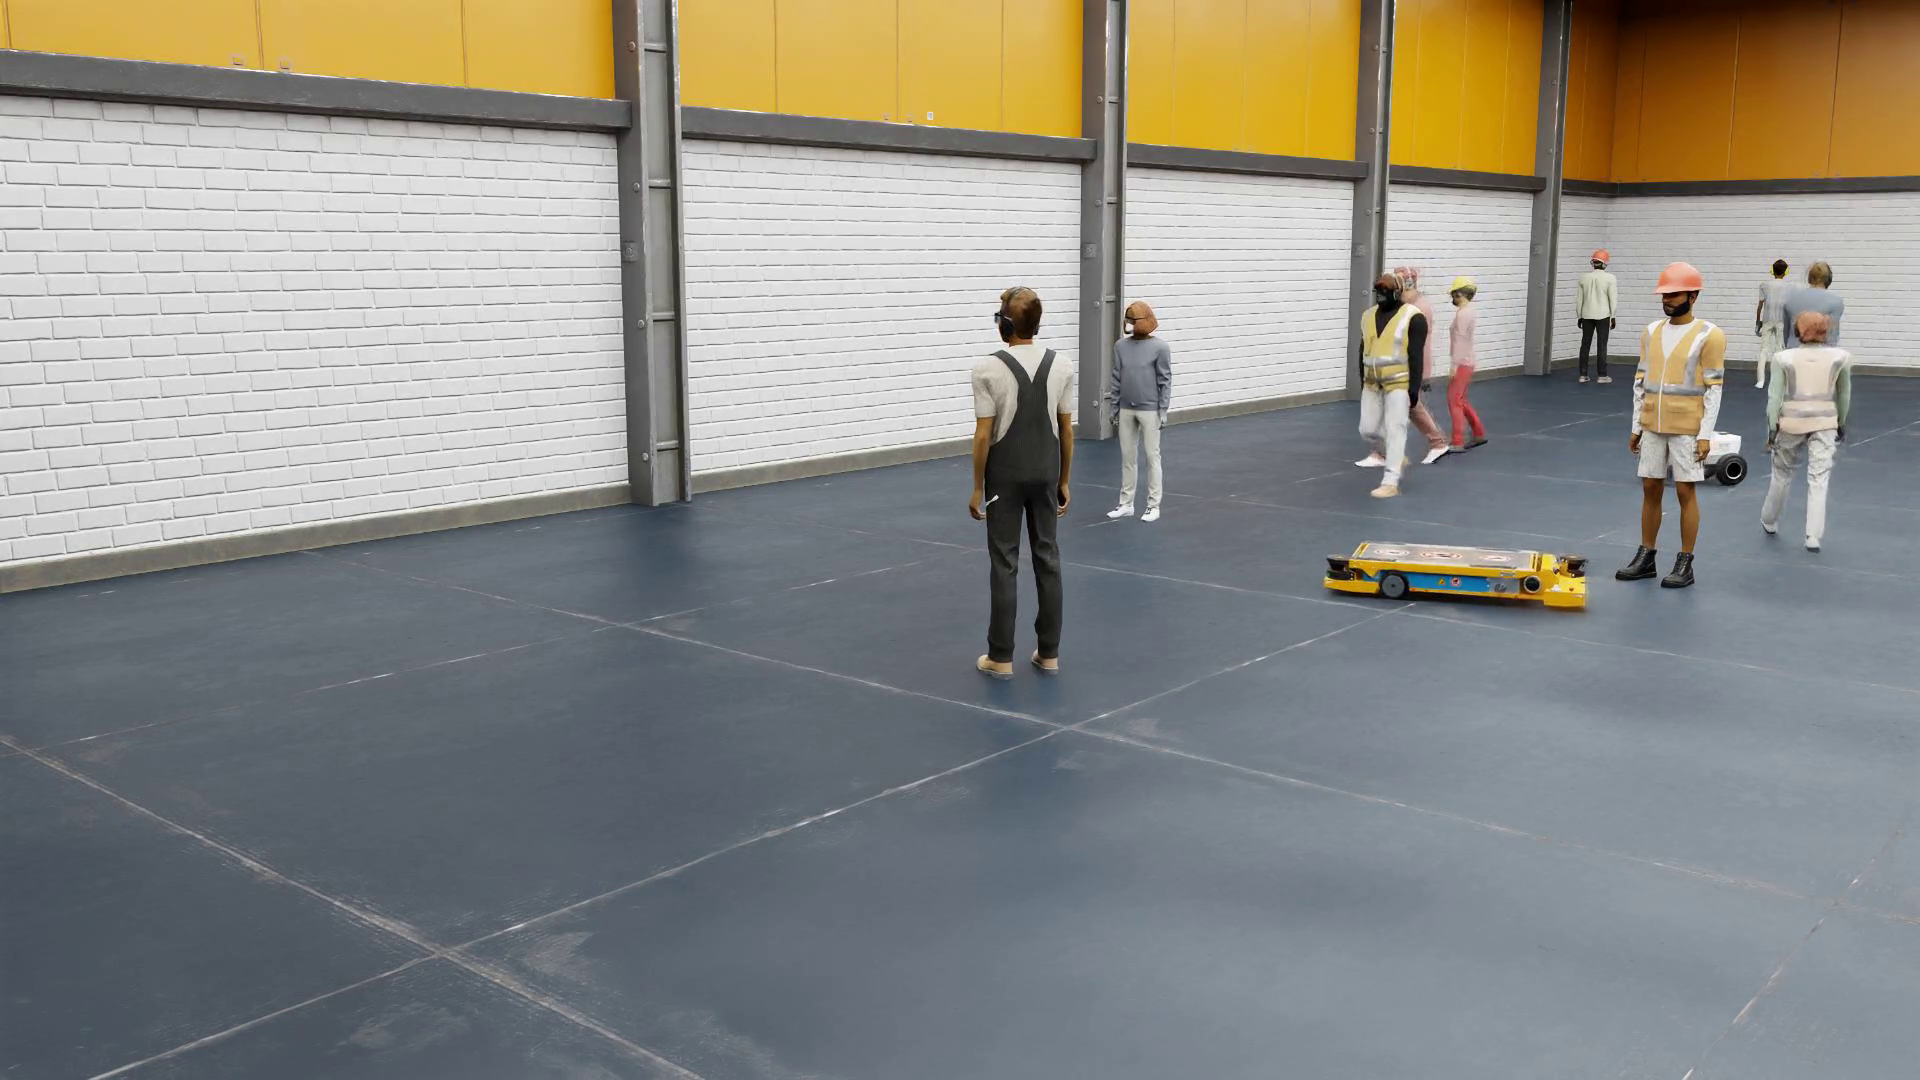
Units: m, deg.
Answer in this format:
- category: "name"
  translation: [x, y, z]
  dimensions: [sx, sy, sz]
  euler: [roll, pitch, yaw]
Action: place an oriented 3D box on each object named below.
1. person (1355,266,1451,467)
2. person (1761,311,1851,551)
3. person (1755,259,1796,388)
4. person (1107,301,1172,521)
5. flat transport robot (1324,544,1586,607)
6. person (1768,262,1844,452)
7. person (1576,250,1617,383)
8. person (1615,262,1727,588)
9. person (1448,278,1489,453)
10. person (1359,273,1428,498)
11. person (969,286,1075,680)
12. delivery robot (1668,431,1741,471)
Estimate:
- category: "person"
  translation: [4.173, -1.611, 15.456]
  dimensions: [0.943, 1.868, 0.626]
  euler: [0, 10, -2]
- category: "person"
  translation: [5.773, -0.755, 11.358]
  dimensions: [0.533, 1.595, 0.861]
  euler: [3, 10, 18]
- category: "person"
  translation: [11.771, -3.111, 24.024]
  dimensions: [0.510, 1.862, 0.323]
  euler: [6, 11, 29]
- category: "person"
  translation: [1.333, -0.955, 12.376]
  dimensions: [0.503, 1.631, 0.282]
  euler: [8, 13, 39]
- category: "flat transport robot"
  translation: [2.907, 0.186, 9.759]
  dimensions: [1.431, 0.197, 0.652]
  euler: [4, 11, 20]
- category: "person"
  translation: [8.451, -1.807, 16.518]
  dimensions: [1.019, 1.886, 0.637]
  euler: [-7, 12, -33]
- category: "person"
  translation: [9.613, -3.372, 25.106]
  dimensions: [0.610, 1.996, 0.378]
  euler: [9, 13, 42]
- category: "person"
  translation: [4.260, -0.683, 9.967]
  dimensions: [0.359, 1.938, 0.547]
  euler: [-7, 12, -34]
- category: "person"
  translation: [5.016, -1.717, 16.461]
  dimensions: [0.445, 1.731, 0.583]
  euler: [4, 11, 19]
- category: "person"
  translation: [3.544, -1.264, 13.603]
  dimensions: [0.546, 1.830, 0.640]
  euler: [-8, 13, -38]
- category: "person"
  translation: [0.286, -0.262, 7.828]
  dimensions: [0.506, 1.846, 0.345]
  euler: [-3, 11, -19]
- category: "delivery robot"
  translation: [6.321, -0.805, 14.326]
  dimensions: [0.707, 0.478, 0.477]
  euler: [-1, 10, -7]
